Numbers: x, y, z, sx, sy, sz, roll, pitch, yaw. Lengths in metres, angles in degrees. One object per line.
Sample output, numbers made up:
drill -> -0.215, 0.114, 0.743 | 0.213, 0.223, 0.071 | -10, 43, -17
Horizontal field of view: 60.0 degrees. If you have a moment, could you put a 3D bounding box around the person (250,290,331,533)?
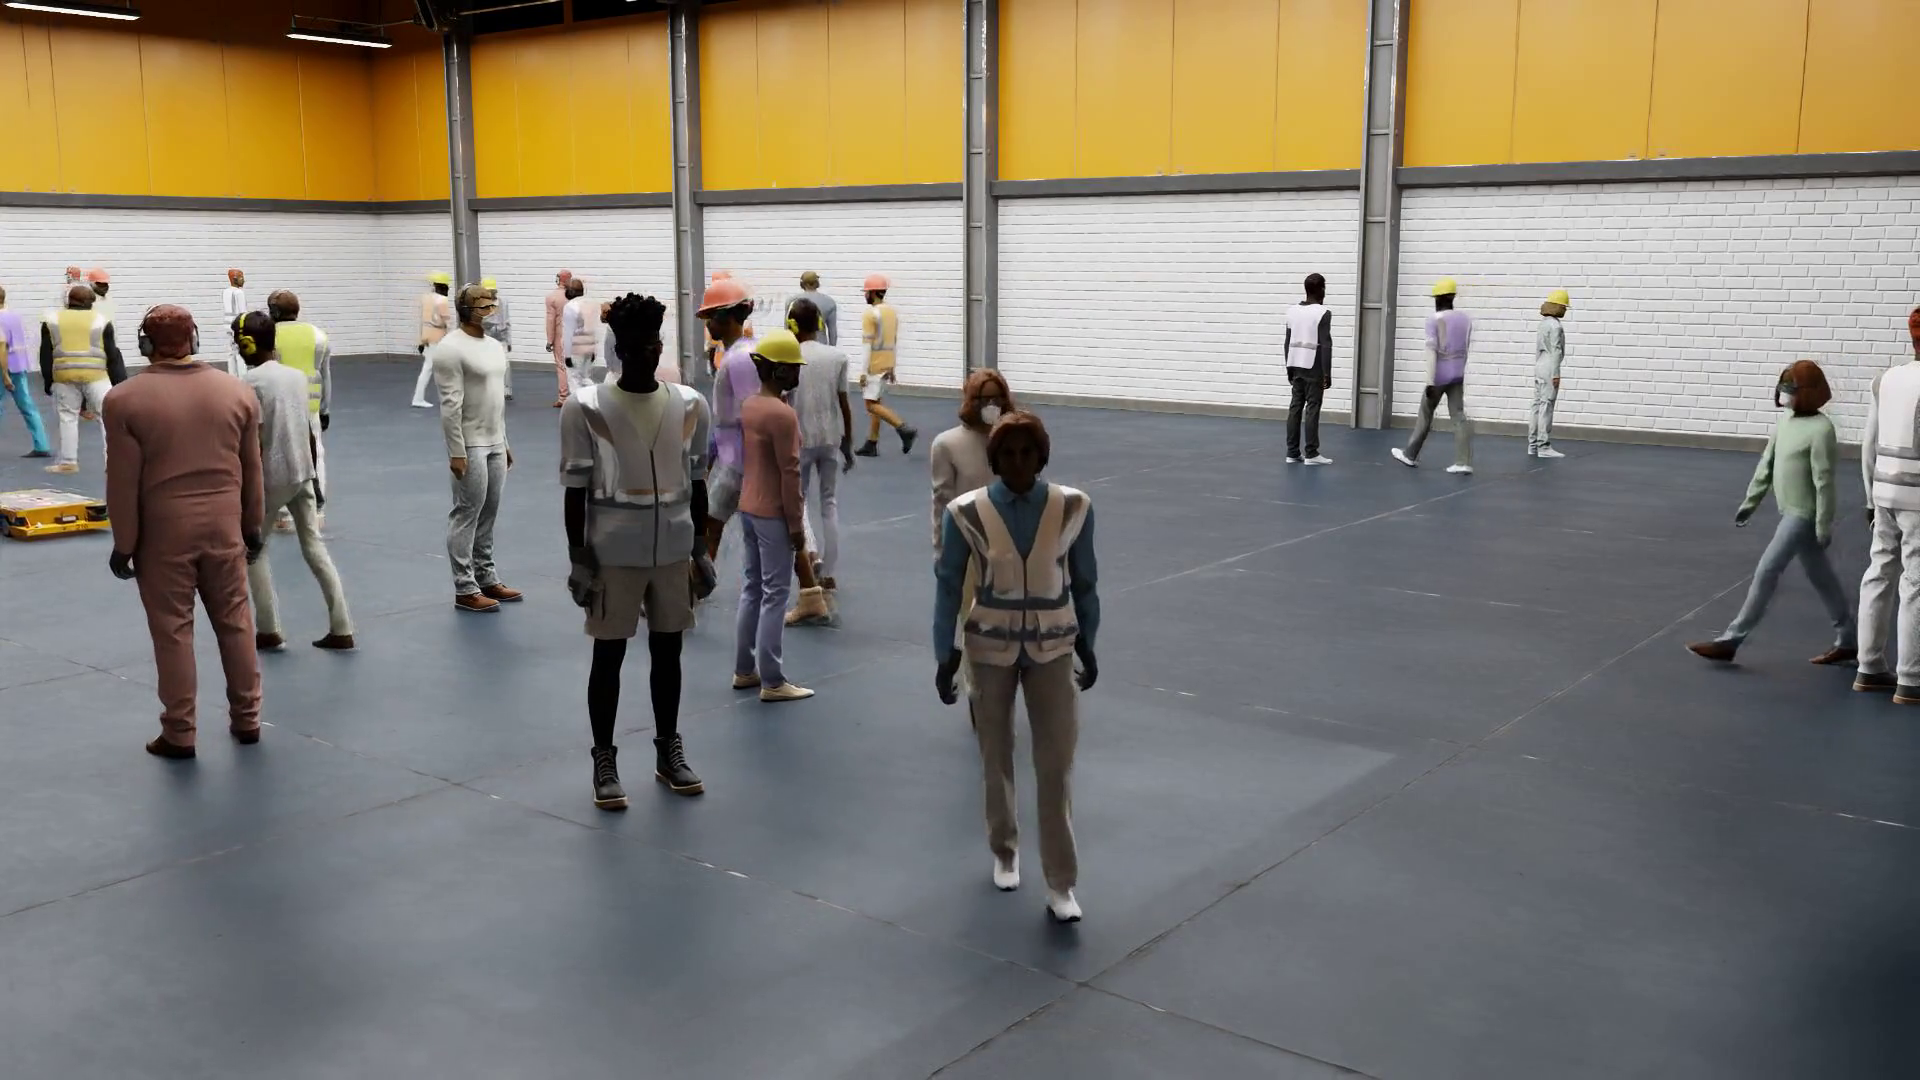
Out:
person -> -5.108, -0.976, 12.689 | 0.429, 1.842, 0.636 | 9, 13, 41

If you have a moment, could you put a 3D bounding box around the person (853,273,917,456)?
person -> -0.793, -1.794, 17.214 | 0.742, 1.921, 0.560 | 5, 11, 27

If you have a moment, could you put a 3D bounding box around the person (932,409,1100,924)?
person -> 0.189, 0.403, 5.289 | 0.551, 1.605, 0.761 | 0, 10, -3

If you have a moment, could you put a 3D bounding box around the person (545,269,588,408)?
person -> -5.428, -2.776, 22.955 | 0.640, 1.910, 0.401 | -8, 12, -38

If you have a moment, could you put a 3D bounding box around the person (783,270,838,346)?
person -> -1.836, -2.317, 20.241 | 0.633, 1.915, 0.600 | -3, 10, -19

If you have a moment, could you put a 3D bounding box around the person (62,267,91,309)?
person -> -14.442, -3.510, 27.228 | 0.401, 1.909, 0.644 | 1, 10, 6

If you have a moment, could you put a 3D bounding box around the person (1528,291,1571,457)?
person -> 6.183, -1.735, 17.399 | 0.326, 1.733, 0.487 | 0, 10, -1

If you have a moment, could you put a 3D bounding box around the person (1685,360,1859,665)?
person -> 4.230, -0.122, 8.451 | 0.903, 1.580, 0.504 | 2, 10, 9

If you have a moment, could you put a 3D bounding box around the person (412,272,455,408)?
person -> -7.214, -2.777, 23.069 | 1.018, 1.862, 0.587 | -10, 14, -44

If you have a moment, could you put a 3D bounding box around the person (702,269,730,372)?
person -> -3.062, -2.509, 21.367 | 0.397, 1.922, 0.547 | 5, 11, 29

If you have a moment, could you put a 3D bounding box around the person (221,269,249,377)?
person -> -11.165, -3.239, 25.713 | 0.572, 1.885, 0.358 | 7, 12, 37

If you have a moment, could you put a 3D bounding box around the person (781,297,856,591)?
person -> -0.892, -0.580, 10.354 | 0.541, 1.849, 0.445 | -3, 10, -14

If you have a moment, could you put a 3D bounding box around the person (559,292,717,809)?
person -> -1.225, 0.037, 6.402 | 0.609, 1.965, 0.368 | -6, 11, -31

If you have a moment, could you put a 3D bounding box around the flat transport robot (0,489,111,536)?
flat transport robot -> -7.175, -0.225, 12.859 | 1.431, 0.197, 0.652 | 8, 13, 39

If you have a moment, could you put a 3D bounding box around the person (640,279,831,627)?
person -> -1.255, -0.463, 9.313 | 1.124, 1.971, 0.609 | 0, 10, -1

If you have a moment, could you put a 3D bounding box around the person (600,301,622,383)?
person -> -3.884, -1.905, 18.810 | 0.879, 1.586, 0.524 | -1, 10, -4

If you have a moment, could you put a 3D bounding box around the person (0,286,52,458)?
person -> -9.920, -1.721, 17.133 | 0.961, 1.798, 0.576 | -1, 10, -5

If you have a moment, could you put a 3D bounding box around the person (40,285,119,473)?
person -> -8.428, -1.538, 16.043 | 0.862, 1.813, 0.432 | -2, 10, -13

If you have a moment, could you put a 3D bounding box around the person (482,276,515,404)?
person -> -6.526, -2.782, 23.296 | 0.599, 1.798, 0.693 | -6, 11, -32

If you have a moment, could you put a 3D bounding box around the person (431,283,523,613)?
person -> -2.867, -0.551, 9.911 | 0.373, 1.940, 0.628 | 2, 10, 12

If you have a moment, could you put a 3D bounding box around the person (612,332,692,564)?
person -> -1.933, -0.548, 10.450 | 0.623, 1.748, 0.526 | 7, 12, 35

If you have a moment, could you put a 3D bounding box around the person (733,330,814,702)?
person -> -0.879, -0.118, 7.929 | 0.357, 1.757, 0.521 | -6, 11, -30

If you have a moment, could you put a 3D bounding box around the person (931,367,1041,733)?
person -> 0.114, 0.031, 7.443 | 0.506, 1.618, 0.470 | -1, 10, -7

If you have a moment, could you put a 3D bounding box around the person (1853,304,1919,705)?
person -> 4.505, -0.170, 7.852 | 0.362, 1.883, 0.575 | -2, 10, -10

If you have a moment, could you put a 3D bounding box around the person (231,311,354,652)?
person -> -3.566, -0.290, 8.776 | 0.663, 1.816, 0.547 | 4, 10, 20

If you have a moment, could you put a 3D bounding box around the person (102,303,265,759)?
person -> -3.270, -0.039, 7.026 | 0.403, 1.904, 0.652 | 9, 13, 42

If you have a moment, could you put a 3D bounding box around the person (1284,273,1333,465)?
person -> 3.503, -1.717, 16.758 | 0.383, 1.918, 0.591 | -6, 11, -31

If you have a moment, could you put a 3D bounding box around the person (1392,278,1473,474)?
person -> 4.669, -1.596, 16.174 | 0.616, 1.869, 0.988 | -5, 11, -27

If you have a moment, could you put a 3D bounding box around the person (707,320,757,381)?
person -> -2.584, -1.984, 19.060 | 0.545, 1.651, 0.850 | 2, 10, 12

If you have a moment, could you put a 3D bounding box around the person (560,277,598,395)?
person -> -4.688, -2.330, 20.587 | 0.519, 1.826, 0.638 | 4, 11, 22

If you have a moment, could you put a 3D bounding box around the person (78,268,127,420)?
person -> -10.874, -2.458, 21.008 | 1.031, 1.948, 0.639 | 3, 10, 18
